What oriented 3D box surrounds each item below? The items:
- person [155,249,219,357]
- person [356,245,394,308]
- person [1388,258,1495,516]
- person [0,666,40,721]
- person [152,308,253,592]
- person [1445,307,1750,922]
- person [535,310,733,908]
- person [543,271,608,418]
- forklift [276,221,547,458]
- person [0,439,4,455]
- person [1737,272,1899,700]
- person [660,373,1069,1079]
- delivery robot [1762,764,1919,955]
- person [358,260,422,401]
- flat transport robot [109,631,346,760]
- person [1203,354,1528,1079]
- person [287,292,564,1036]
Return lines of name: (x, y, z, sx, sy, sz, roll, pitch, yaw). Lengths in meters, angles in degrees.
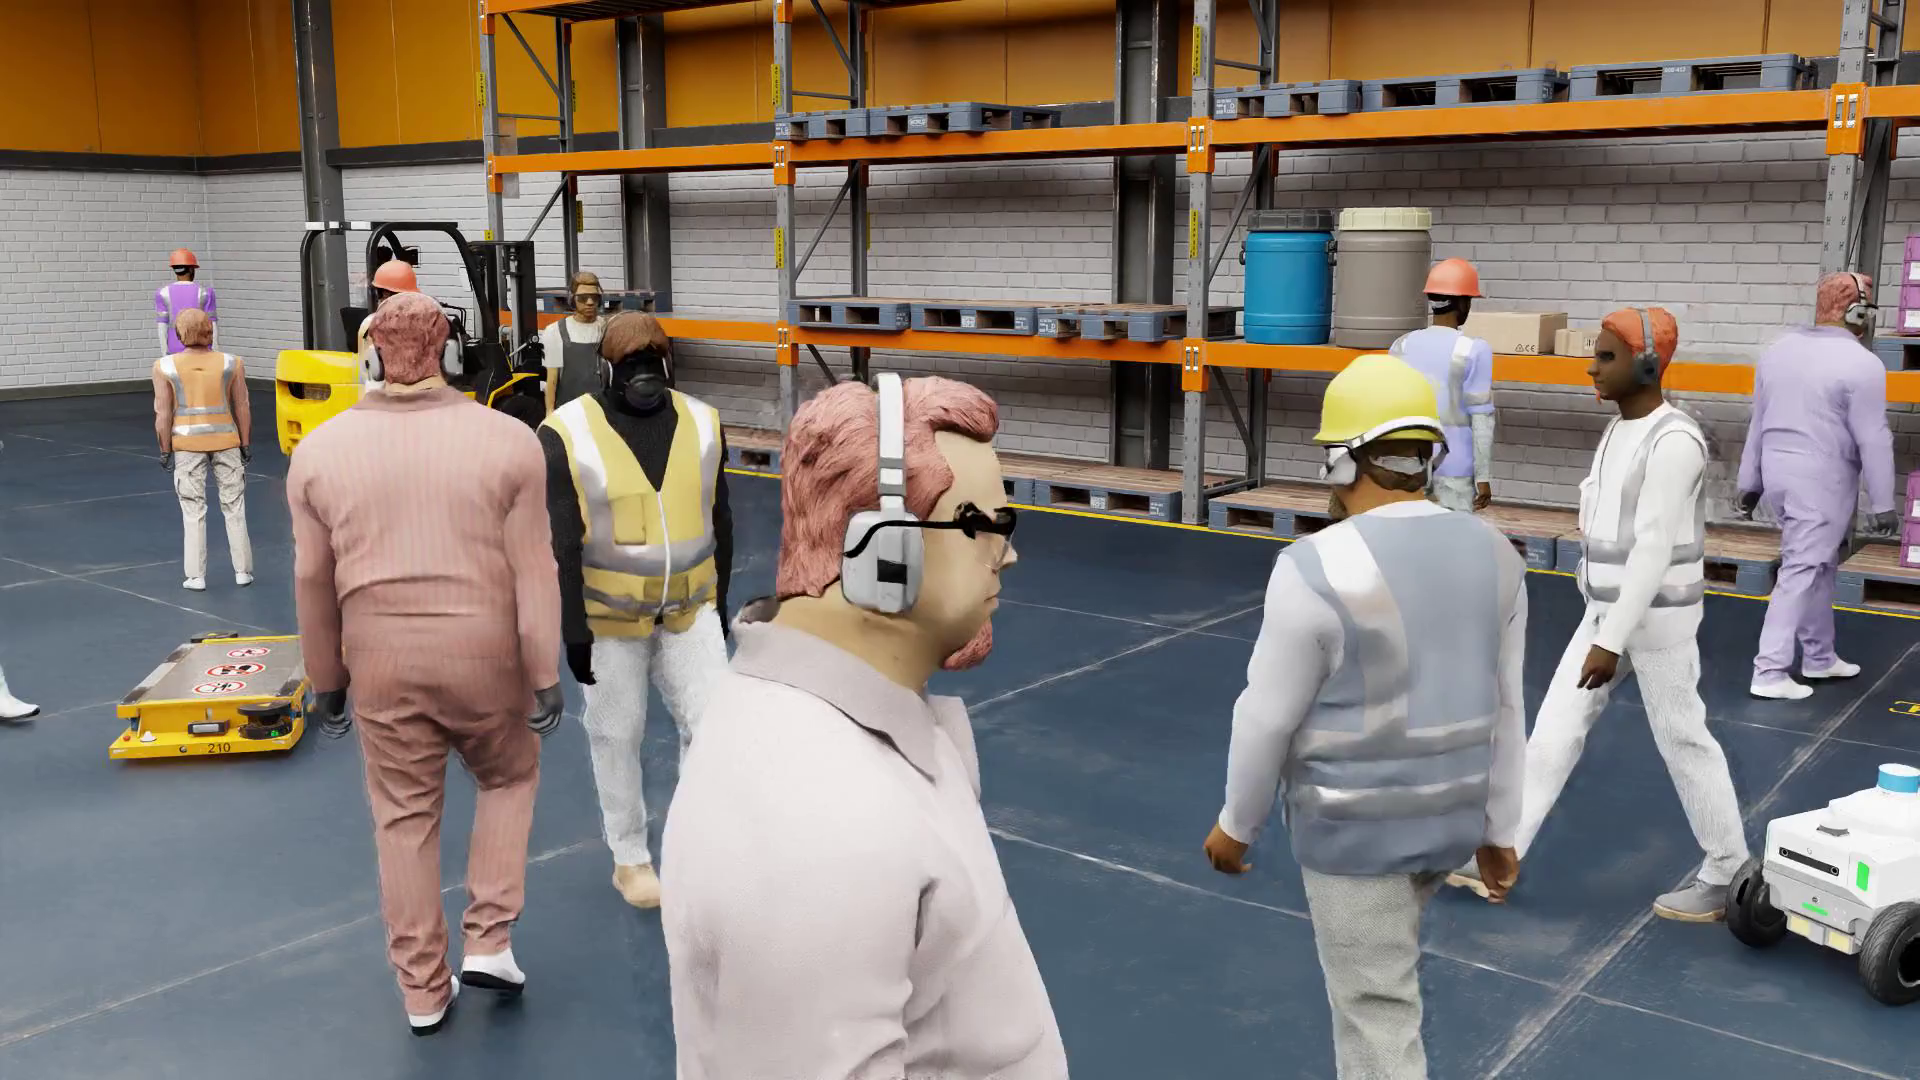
person: (-7.566, -1.879, 16.340, 0.547, 1.934, 0.376, -4, 11, -19)
person: (-6.427, -2.311, 18.644, 0.612, 1.962, 0.361, -1, 10, -3)
person: (2.298, -0.363, 7.931, 0.362, 1.934, 0.551, -9, 14, -41)
person: (-4.253, -0.127, 6.765, 0.884, 1.891, 0.613, 4, 11, 20)
person: (-4.356, -0.517, 9.612, 0.511, 1.639, 0.308, -6, 12, -32)
person: (1.939, 0.240, 4.899, 1.001, 1.831, 0.582, 0, 10, -1)
person: (-0.910, 0.240, 4.918, 0.637, 1.817, 0.633, -6, 12, -30)
person: (-2.321, -0.746, 10.338, 0.529, 1.827, 0.476, -3, 11, -17)
forklift: (-4.922, -1.741, 14.854, 1.214, 2.155, 2.313, 8, 13, 38)
person: (-6.019, -0.577, 9.911, 0.534, 1.653, 0.887, -4, 11, -21)
person: (3.863, -0.221, 7.313, 0.832, 1.870, 0.661, -2, 11, -13)
person: (-0.097, 0.775, 1.734, 0.440, 1.892, 0.677, -1, 10, -5)
delivery robot: (2.610, 0.872, 4.659, 0.707, 0.478, 0.477, -5, 11, -26)
person: (-3.600, -0.777, 10.330, 0.627, 1.905, 0.559, 0, 10, 2)
flat transport robot: (-3.070, 0.624, 7.080, 0.652, 0.197, 1.431, -2, 10, -11)
person: (0.777, 0.540, 3.297, 0.584, 1.799, 0.625, -7, 12, -34)
person: (-1.350, 0.319, 4.271, 0.668, 1.889, 0.461, -1, 10, -5)
